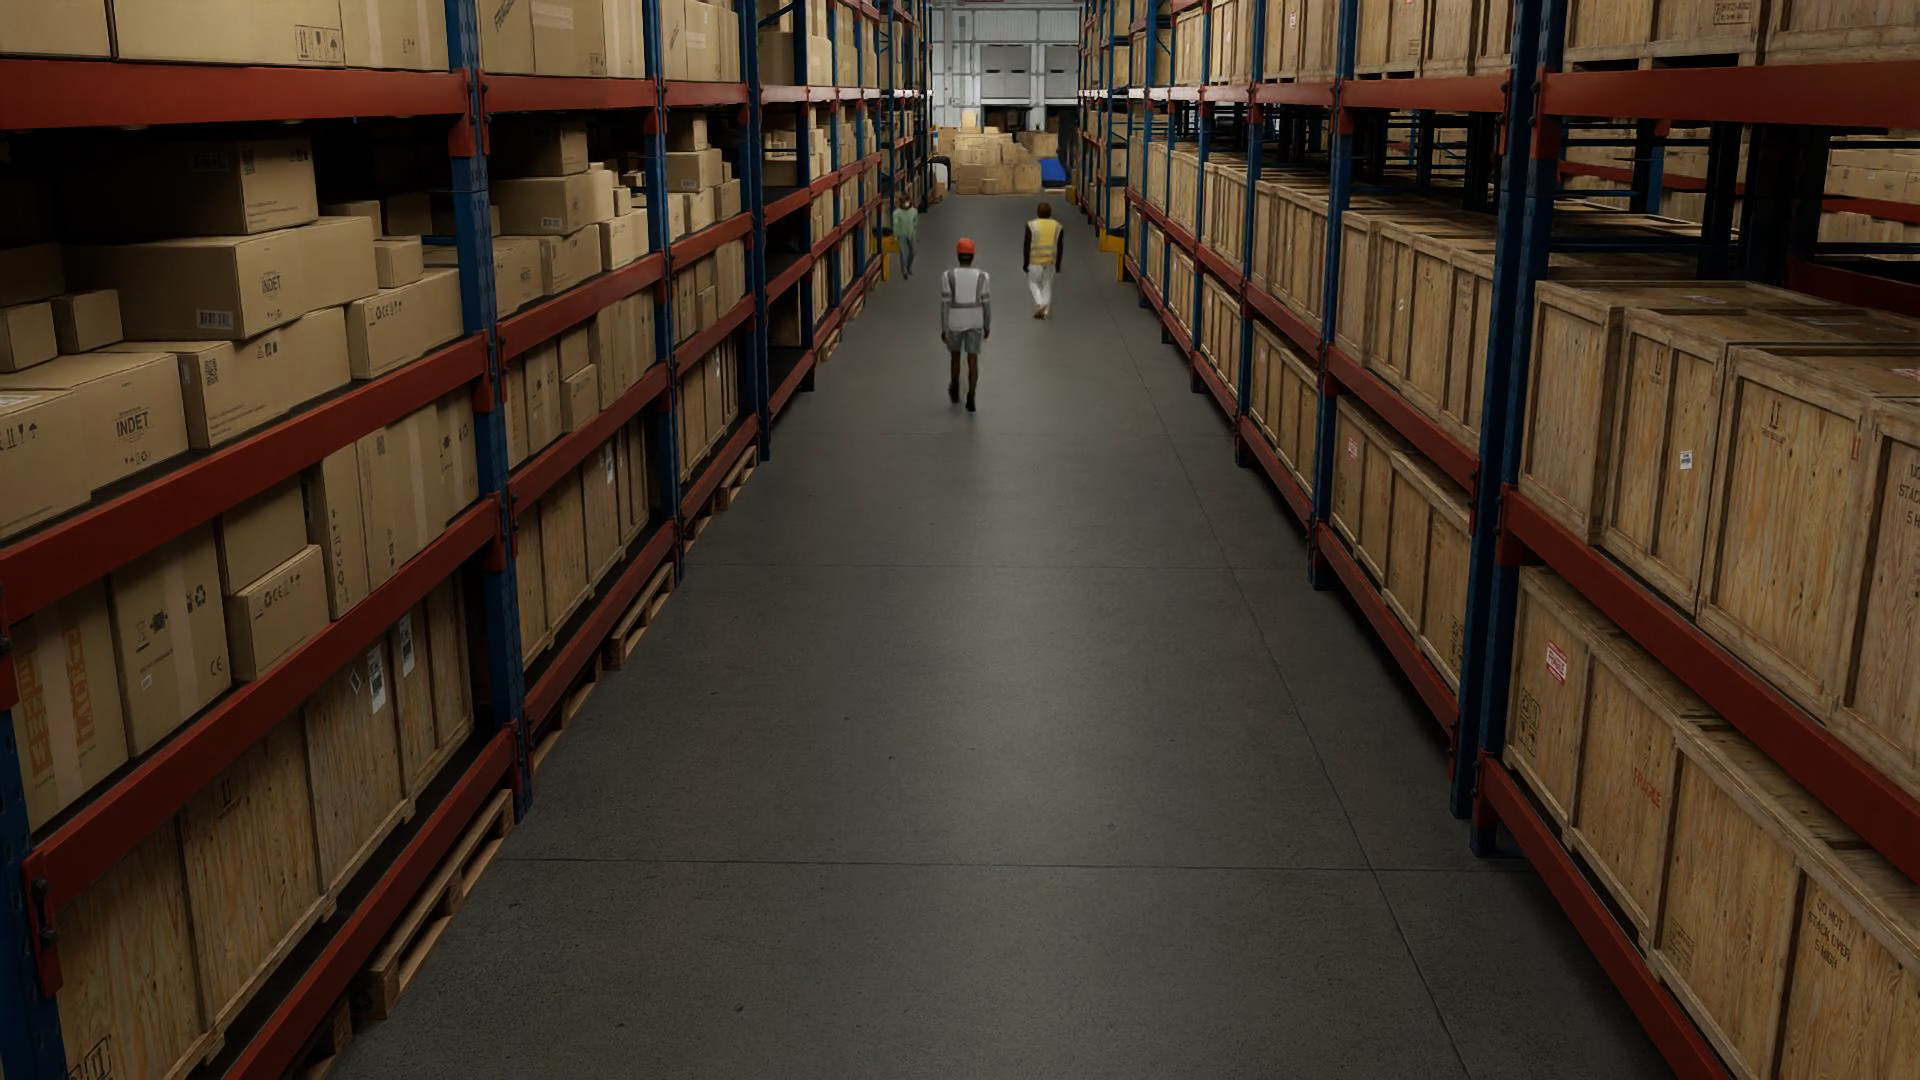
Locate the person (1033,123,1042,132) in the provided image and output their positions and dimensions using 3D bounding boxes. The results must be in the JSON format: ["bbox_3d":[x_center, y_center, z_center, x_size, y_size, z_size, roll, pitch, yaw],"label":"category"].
[{"bbox_3d":[4.064,-20.947,87.538,0.589,1.927,0.388,6,16,20],"label":"person"}]

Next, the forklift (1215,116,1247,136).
[{"bbox_3d":[7.890,-10.987,48.669,1.129,2.768,1.873,0,15,2],"label":"forklift"}]

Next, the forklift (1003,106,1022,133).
[{"bbox_3d":[2.600,-20.132,82.695,1.129,2.768,1.873,-7,17,-26],"label":"forklift"}]

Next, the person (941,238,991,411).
[{"bbox_3d":[0.061,-2.450,18.789,0.570,1.883,0.987,-1,15,-3],"label":"person"}]

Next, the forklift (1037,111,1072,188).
[{"bbox_3d":[3.796,-14.537,61.878,1.873,2.768,1.129,0,15,2],"label":"forklift"}]

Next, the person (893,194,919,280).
[{"bbox_3d":[-1.024,-5.767,31.631,0.501,1.625,0.371,-4,16,-14],"label":"person"}]

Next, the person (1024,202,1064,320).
[{"bbox_3d":[1.296,-4.342,25.937,0.658,1.829,0.440,-4,16,-16],"label":"person"}]
